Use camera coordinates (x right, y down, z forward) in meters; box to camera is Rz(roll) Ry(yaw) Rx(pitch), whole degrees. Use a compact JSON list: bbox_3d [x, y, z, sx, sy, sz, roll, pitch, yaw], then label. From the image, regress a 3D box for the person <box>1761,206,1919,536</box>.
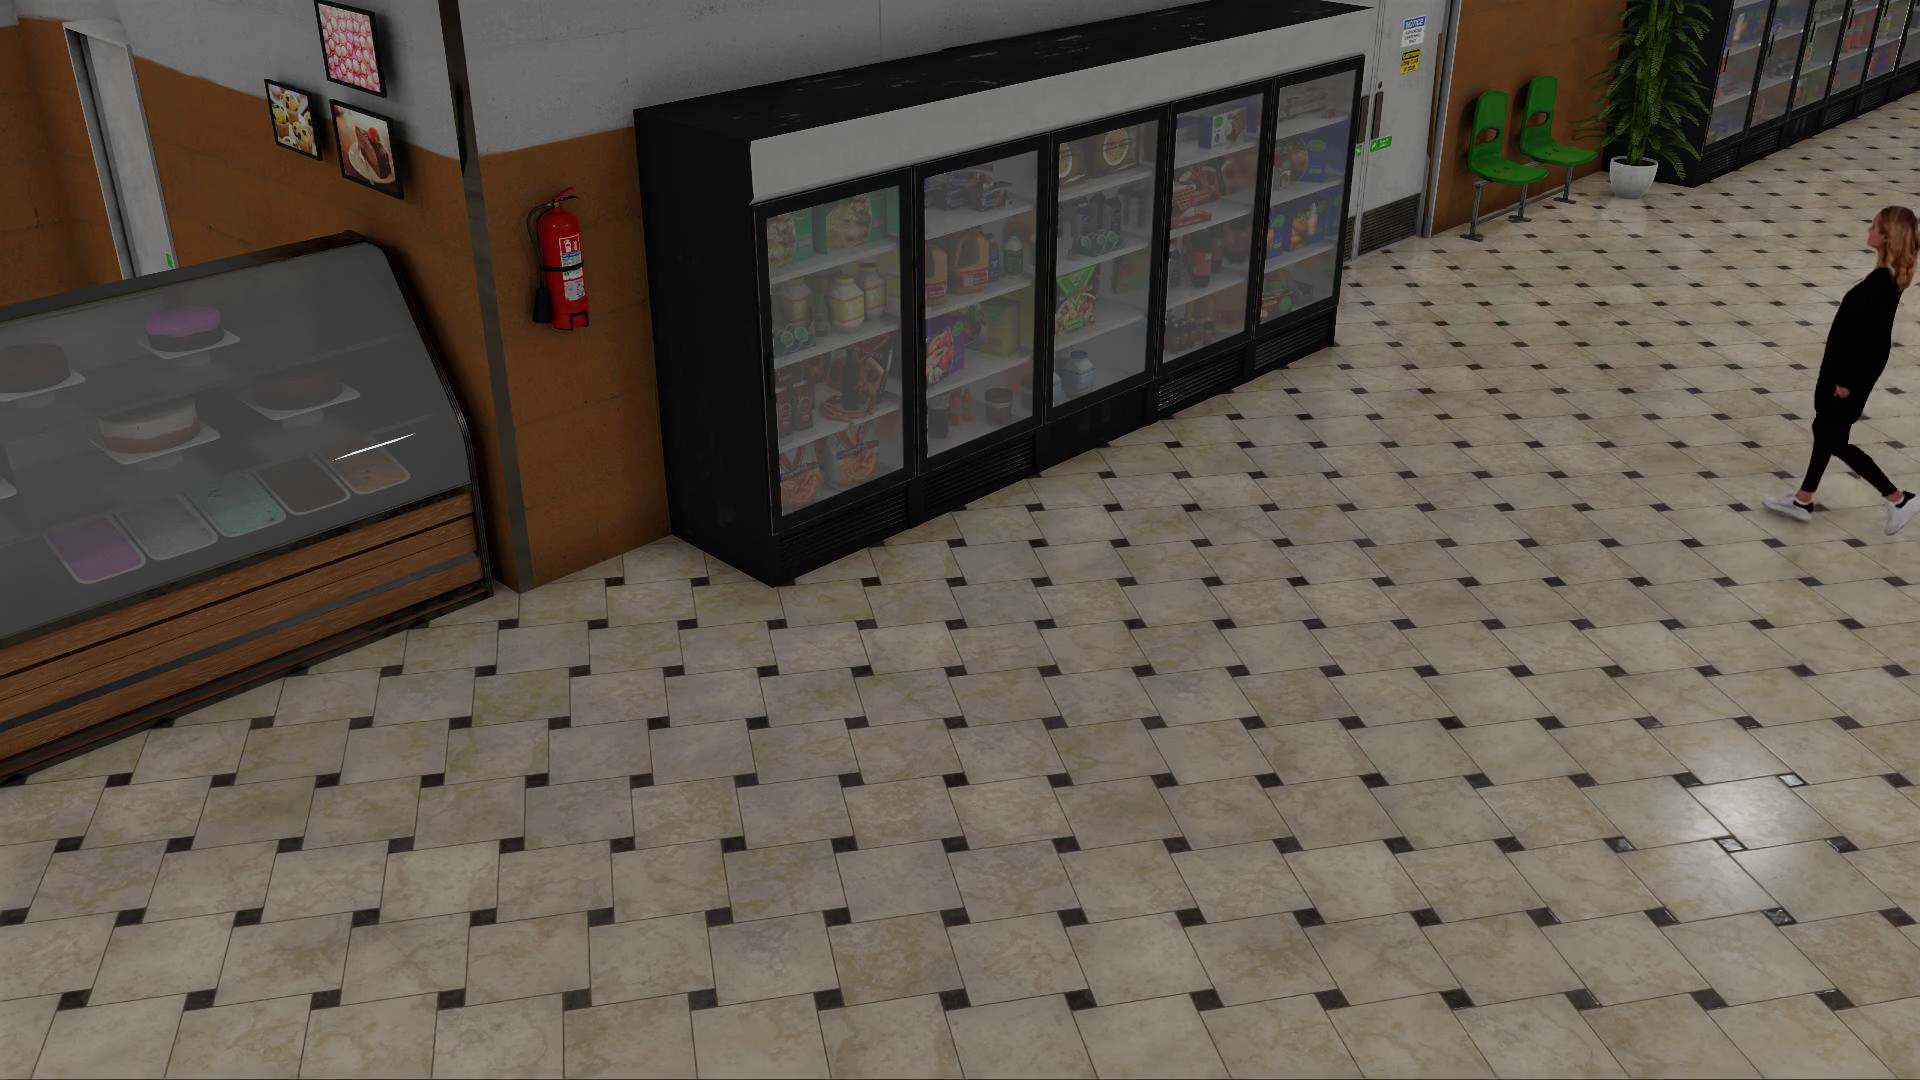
[{"bbox_3d":[4.769,-0.836,8.705,0.600,1.784,1.015,-24,35,-38],"label":"person"}]
